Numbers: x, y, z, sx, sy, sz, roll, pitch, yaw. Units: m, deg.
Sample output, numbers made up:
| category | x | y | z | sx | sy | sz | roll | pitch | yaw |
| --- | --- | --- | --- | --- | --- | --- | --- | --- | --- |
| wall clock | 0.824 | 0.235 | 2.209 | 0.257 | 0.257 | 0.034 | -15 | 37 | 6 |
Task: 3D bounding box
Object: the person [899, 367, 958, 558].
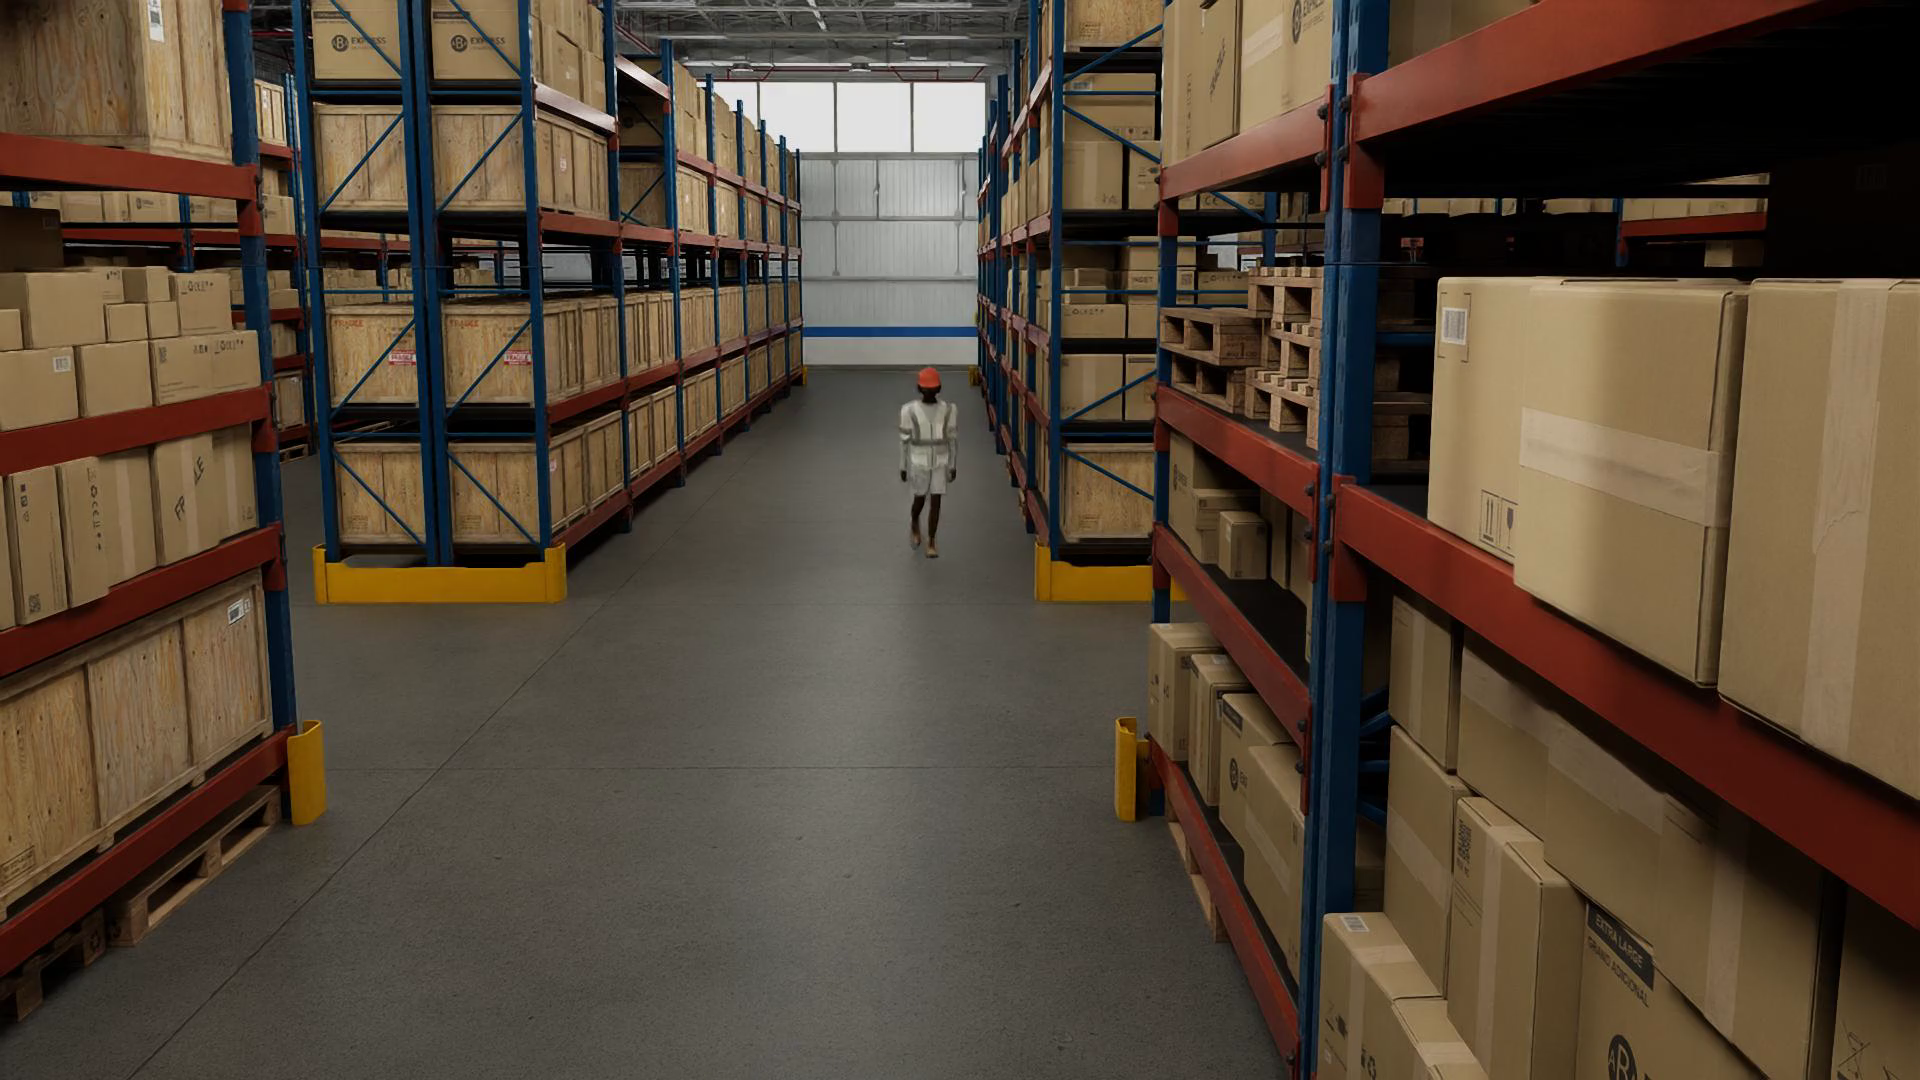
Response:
| category | x | y | z | sx | sy | sz | roll | pitch | yaw |
| --- | --- | --- | --- | --- | --- | --- | --- | --- | --- |
| person | -0.327 | -0.819 | 17.523 | 0.603 | 2.021 | 0.526 | -2 | 9 | -11 |
